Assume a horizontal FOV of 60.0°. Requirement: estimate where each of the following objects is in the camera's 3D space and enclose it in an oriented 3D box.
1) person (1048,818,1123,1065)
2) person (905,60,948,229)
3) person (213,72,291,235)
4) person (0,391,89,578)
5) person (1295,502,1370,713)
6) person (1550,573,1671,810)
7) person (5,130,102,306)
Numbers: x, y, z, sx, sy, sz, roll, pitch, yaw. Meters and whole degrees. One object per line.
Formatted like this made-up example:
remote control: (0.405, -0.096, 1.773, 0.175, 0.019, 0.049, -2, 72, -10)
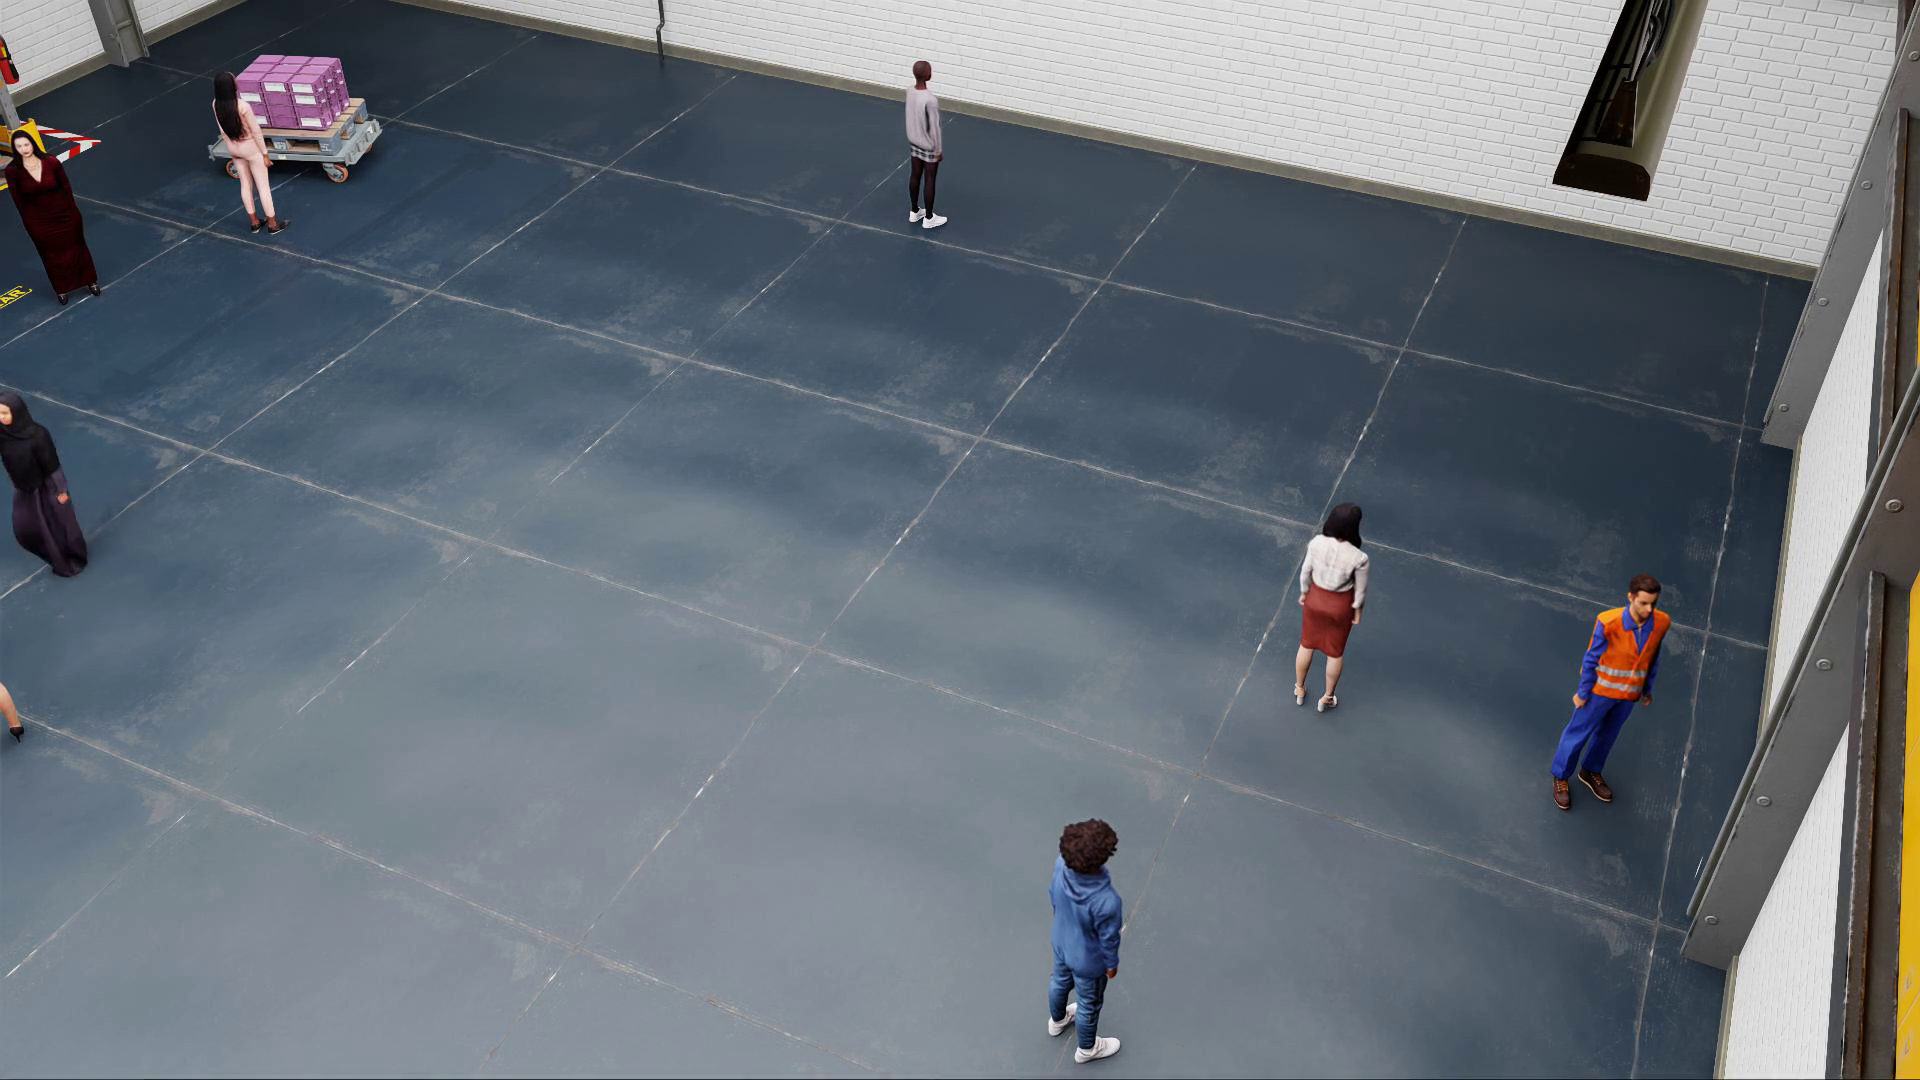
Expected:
person: (0.676, 2.202, 9.151, 0.751, 1.811, 0.760, -25, 45, -28)
person: (-0.379, -4.062, 17.026, 0.659, 1.772, 0.688, -31, 48, -33)
person: (-7.253, -3.932, 16.903, 0.642, 1.721, 0.569, 11, 40, 14)
person: (-6.977, -0.474, 12.663, 0.743, 1.609, 0.832, 4, 39, 5)
person: (2.526, 0.463, 11.377, 0.618, 1.750, 0.527, 19, 43, 23)
person: (4.184, 0.950, 10.675, 0.784, 1.864, 0.807, -6, 39, -8)
person: (-8.639, -3.079, 15.808, 0.732, 1.756, 0.831, -23, 44, -26)
